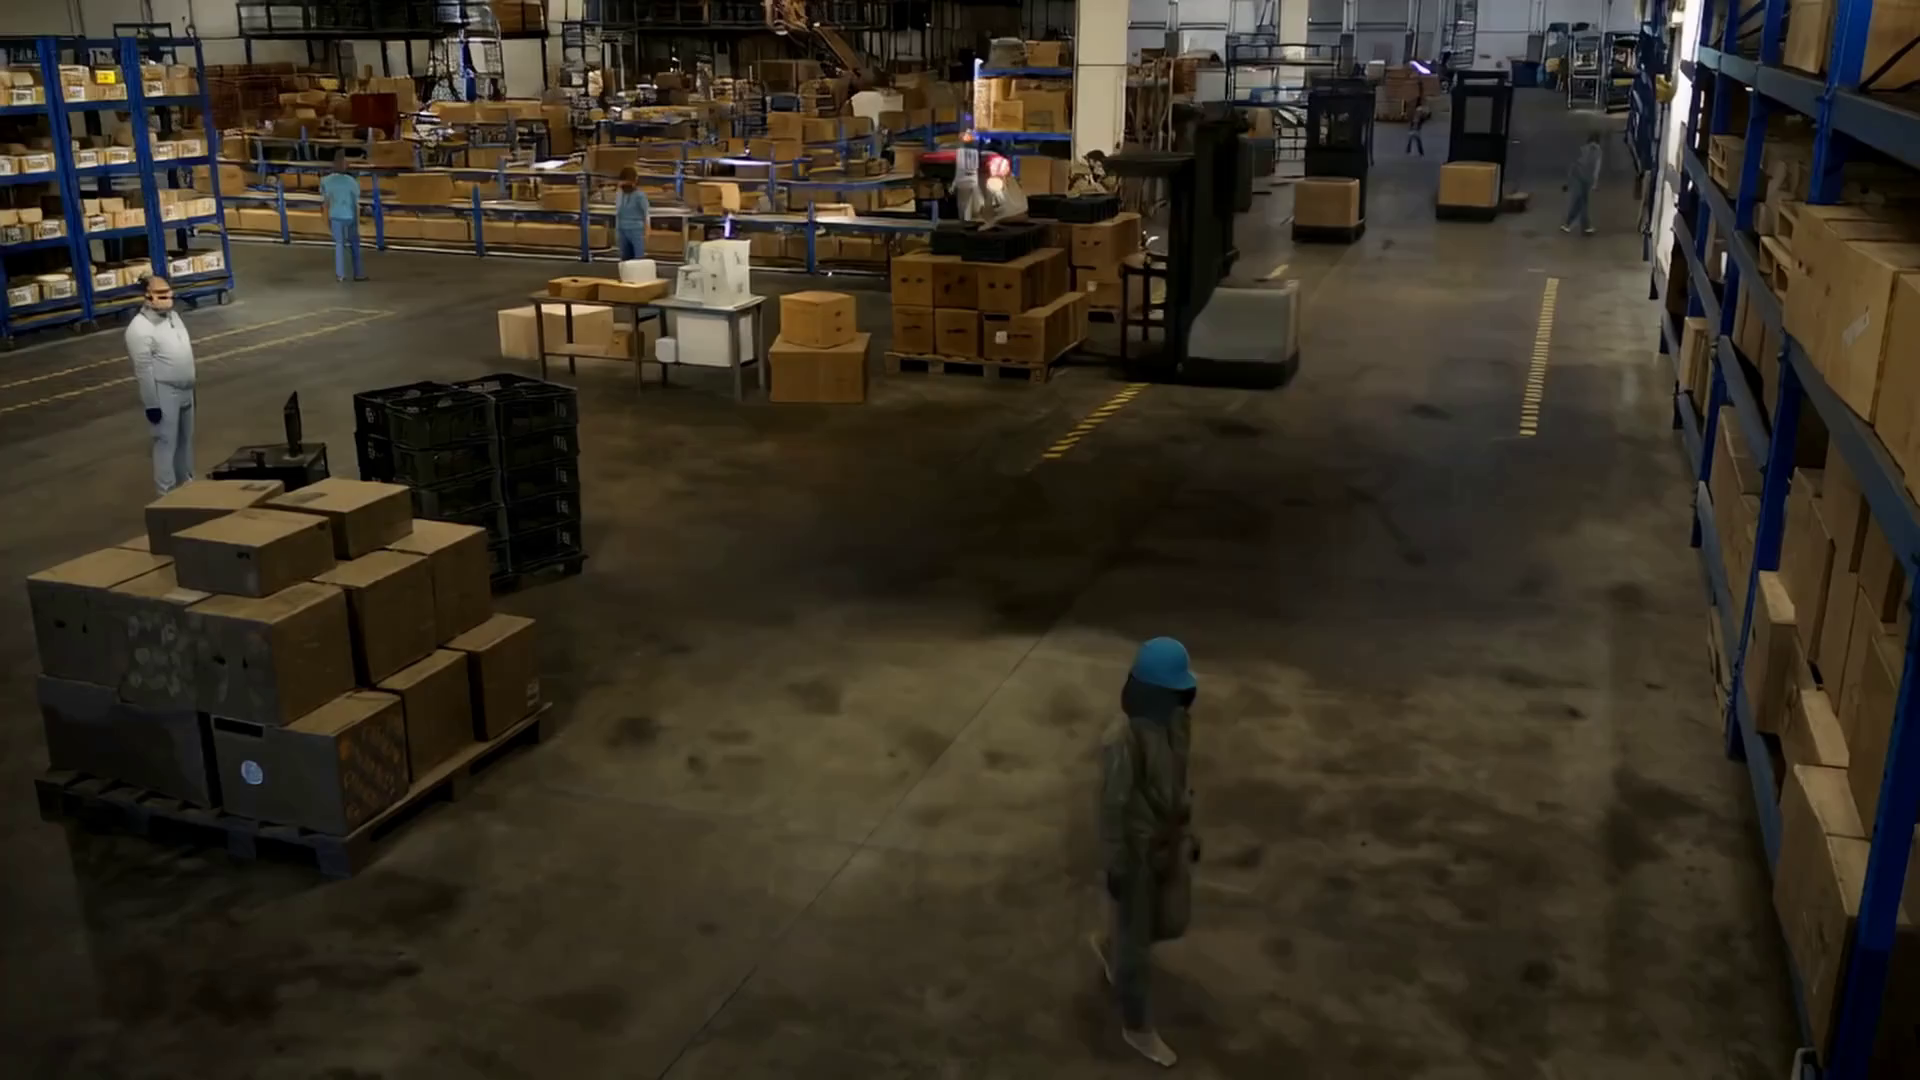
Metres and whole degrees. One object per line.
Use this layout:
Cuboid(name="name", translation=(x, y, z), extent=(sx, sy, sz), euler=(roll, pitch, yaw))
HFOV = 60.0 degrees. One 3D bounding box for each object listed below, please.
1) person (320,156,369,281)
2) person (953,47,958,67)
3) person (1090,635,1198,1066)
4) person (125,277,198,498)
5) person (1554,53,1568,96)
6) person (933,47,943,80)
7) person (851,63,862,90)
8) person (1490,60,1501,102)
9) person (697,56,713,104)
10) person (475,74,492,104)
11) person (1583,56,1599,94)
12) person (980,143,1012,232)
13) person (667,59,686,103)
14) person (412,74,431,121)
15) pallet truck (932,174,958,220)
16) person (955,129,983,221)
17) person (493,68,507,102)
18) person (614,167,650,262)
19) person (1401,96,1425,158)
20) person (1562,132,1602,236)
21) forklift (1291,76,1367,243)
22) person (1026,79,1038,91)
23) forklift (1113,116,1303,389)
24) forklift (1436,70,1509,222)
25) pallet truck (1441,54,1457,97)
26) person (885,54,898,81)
Cuboid(name="person", translation=(-9.231, -4.799, 24.914), extent=(0.566, 1.846, 0.389), euler=(-1, 18, -2))
Cuboid(name="person", translation=(-0.169, -26.350, 92.394), extent=(0.622, 1.987, 0.395), euler=(10, 20, 28))
Cuboid(name="person", translation=(0.681, 1.149, 6.413), extent=(0.489, 1.734, 0.508), euler=(-14, 22, -36))
Cuboid(name="person", translation=(-6.350, -1.164, 13.394), extent=(0.409, 1.907, 0.651), euler=(1, 18, 4))
Cuboid(name="person", translation=(28.831, -22.308, 79.686), extent=(0.623, 1.992, 0.397), euler=(-3, 18, -9))
Cuboid(name="person", translation=(-1.350, -27.784, 97.038), extent=(0.629, 1.916, 0.721), euler=(-8, 19, -24))
Cuboid(name="person", translation=(-4.240, -18.774, 68.780), extent=(0.555, 1.885, 1.027), euler=(-12, 21, -32))
Cuboid(name="person", translation=(23.855, -20.413, 74.004), extent=(0.431, 1.834, 0.633), euler=(3, 18, 9))
Cuboid(name="person", translation=(-11.185, -20.182, 72.931), extent=(0.672, 2.000, 0.536), euler=(-3, 18, -10))
Cuboid(name="person", translation=(-18.614, -17.530, 64.894), extent=(0.537, 1.856, 0.603), euler=(15, 23, 40))
Cuboid(name="person", translation=(30.371, -22.332, 79.996), extent=(0.753, 1.861, 0.592), euler=(6, 19, 18))
Cuboid(name="person", translation=(0.613, -6.290, 29.907), extent=(0.640, 1.656, 0.547), euler=(-11, 21, -31))
Cuboid(name="person", translation=(-12.560, -20.273, 73.472), extent=(0.987, 1.873, 0.601), euler=(1, 18, 3))
Cuboid(name="person", translation=(-18.681, -15.251, 57.785), extent=(0.871, 1.833, 0.535), euler=(13, 22, 36))
Cuboid(name="pallet truck", translation=(-0.507, -5.292, 27.348), extent=(0.653, 1.274, 1.630), euler=(6, 19, 19))
Cuboid(name="person", translation=(0.165, -6.320, 29.558), extent=(0.448, 1.930, 0.599), euler=(17, 24, 42))
Cuboid(name="person", translation=(-18.136, -17.712, 65.636), extent=(0.521, 1.759, 0.347), euler=(-2, 18, -6))
Cuboid(name="person", translation=(-4.633, -4.307, 23.381), extent=(0.588, 1.837, 0.403), euler=(10, 20, 28))
Cuboid(name="person", translation=(12.663, -11.458, 46.146), extent=(0.874, 1.658, 0.528), euler=(-6, 19, -19))
Cuboid(name="person", translation=(11.264, -6.397, 29.954), extent=(0.712, 1.834, 0.996), euler=(-8, 19, -24))
Cuboid(name="forklift", translation=(6.598, -6.755, 29.381), extent=(1.129, 2.768, 1.873), euler=(6, 19, 19))
Cuboid(name="person", translation=(3.090, -20.037, 72.595), extent=(1.012, 1.985, 0.645), euler=(-8, 19, -25))
Cuboid(name="forklift", translation=(2.758, -3.163, 18.092), extent=(1.873, 2.768, 1.129), euler=(6, 19, 19))
Cuboid(name="forklift", translation=(10.029, -7.692, 32.324), extent=(1.129, 2.768, 1.873), euler=(7, 19, 22))
Cuboid(name="pallet truck", translation=(22.765, -21.886, 78.355), extent=(0.823, 1.965, 1.885), euler=(-4, 18, -14))
Cuboid(name="person", translation=(-3.334, -22.654, 80.888), extent=(0.624, 1.926, 0.704), euler=(2, 18, 6))
